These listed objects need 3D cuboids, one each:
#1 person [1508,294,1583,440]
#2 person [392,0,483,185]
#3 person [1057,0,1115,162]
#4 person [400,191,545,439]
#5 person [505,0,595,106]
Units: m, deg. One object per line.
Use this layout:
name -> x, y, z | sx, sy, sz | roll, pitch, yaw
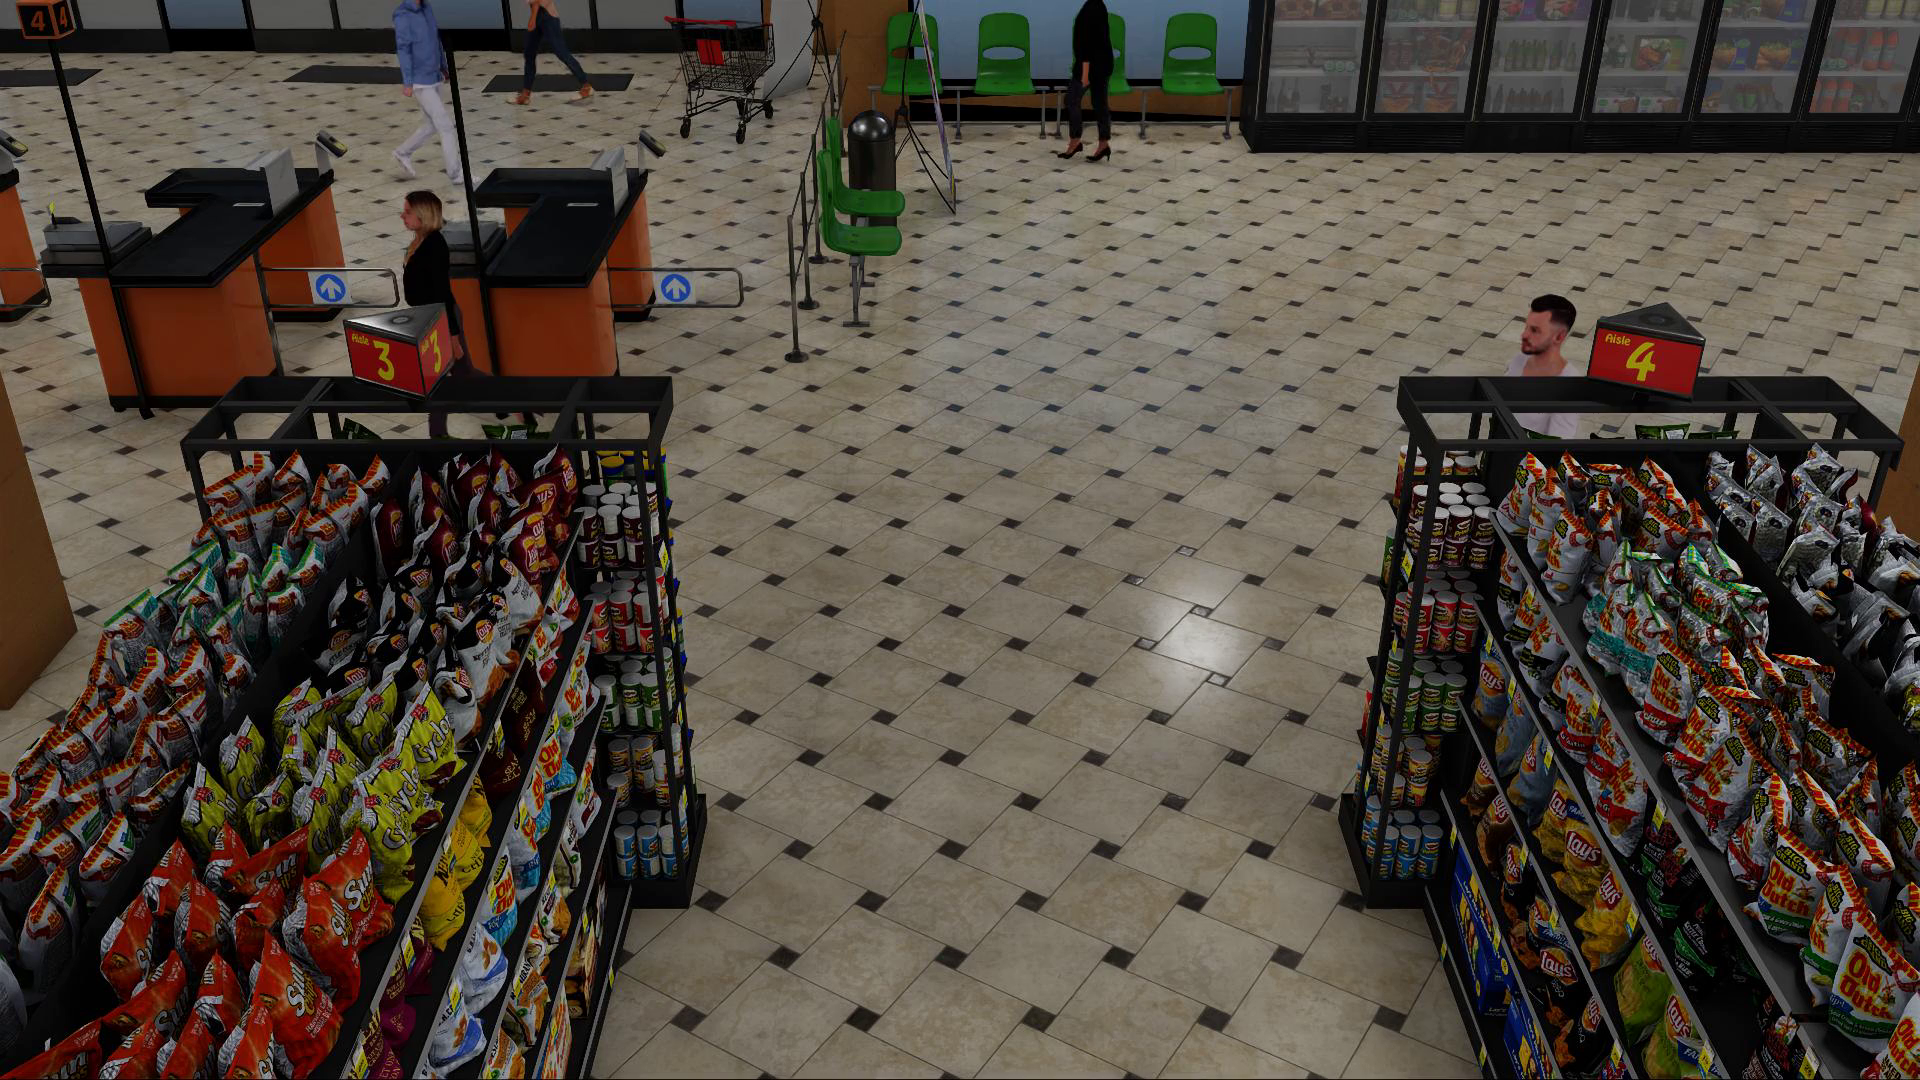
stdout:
person -> 2.605, -0.263, 7.616 | 0.773, 1.835, 0.580 | -8, 30, -14
person -> -4.714, -4.020, 14.465 | 0.855, 1.864, 1.095 | 5, 29, 9
person -> 1.285, -4.262, 15.082 | 0.831, 1.699, 0.765 | 10, 30, 17
person -> -2.860, -1.191, 9.514 | 0.863, 1.643, 1.012 | -9, 30, -16
person -> -4.127, -5.282, 16.903 | 1.006, 1.743, 1.150 | -14, 32, -24
